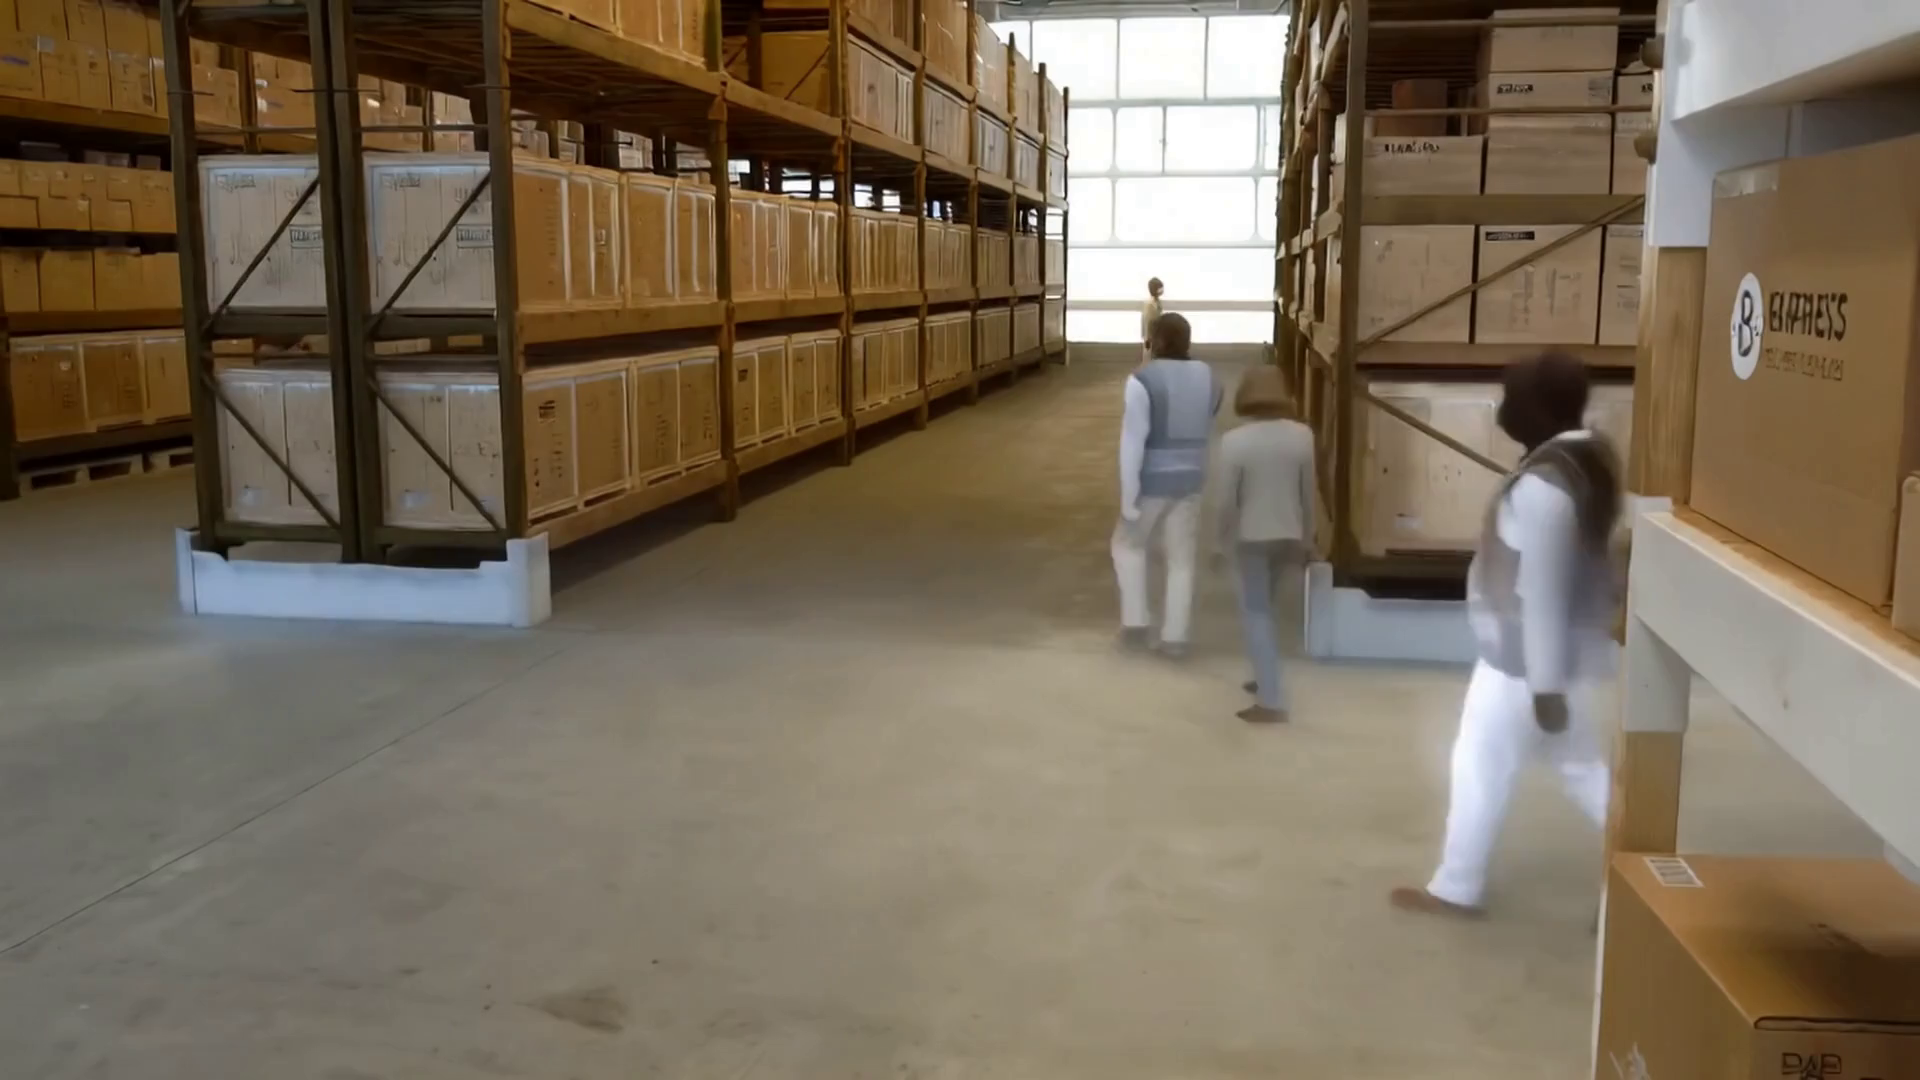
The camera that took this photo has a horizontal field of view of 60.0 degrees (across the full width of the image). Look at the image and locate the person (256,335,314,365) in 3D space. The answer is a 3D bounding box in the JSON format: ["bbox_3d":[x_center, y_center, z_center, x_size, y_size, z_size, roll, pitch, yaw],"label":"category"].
[{"bbox_3d":[-5.881,-1.177,14.602,0.489,1.717,0.752,-1,9,-5],"label":"person"}]

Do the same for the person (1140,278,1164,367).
[{"bbox_3d":[3.098,-3.259,26.865,0.368,1.930,0.629,5,10,26],"label":"person"}]

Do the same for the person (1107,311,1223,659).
[{"bbox_3d":[1.060,-0.290,8.776,0.639,1.819,0.530,-5,10,-27],"label":"person"}]

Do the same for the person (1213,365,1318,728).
[{"bbox_3d":[1.377,0.011,7.585,0.550,1.597,0.678,-4,10,-26],"label":"person"}]

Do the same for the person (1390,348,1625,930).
[{"bbox_3d":[1.795,0.337,4.934,0.885,1.810,0.621,8,12,39],"label":"person"}]
